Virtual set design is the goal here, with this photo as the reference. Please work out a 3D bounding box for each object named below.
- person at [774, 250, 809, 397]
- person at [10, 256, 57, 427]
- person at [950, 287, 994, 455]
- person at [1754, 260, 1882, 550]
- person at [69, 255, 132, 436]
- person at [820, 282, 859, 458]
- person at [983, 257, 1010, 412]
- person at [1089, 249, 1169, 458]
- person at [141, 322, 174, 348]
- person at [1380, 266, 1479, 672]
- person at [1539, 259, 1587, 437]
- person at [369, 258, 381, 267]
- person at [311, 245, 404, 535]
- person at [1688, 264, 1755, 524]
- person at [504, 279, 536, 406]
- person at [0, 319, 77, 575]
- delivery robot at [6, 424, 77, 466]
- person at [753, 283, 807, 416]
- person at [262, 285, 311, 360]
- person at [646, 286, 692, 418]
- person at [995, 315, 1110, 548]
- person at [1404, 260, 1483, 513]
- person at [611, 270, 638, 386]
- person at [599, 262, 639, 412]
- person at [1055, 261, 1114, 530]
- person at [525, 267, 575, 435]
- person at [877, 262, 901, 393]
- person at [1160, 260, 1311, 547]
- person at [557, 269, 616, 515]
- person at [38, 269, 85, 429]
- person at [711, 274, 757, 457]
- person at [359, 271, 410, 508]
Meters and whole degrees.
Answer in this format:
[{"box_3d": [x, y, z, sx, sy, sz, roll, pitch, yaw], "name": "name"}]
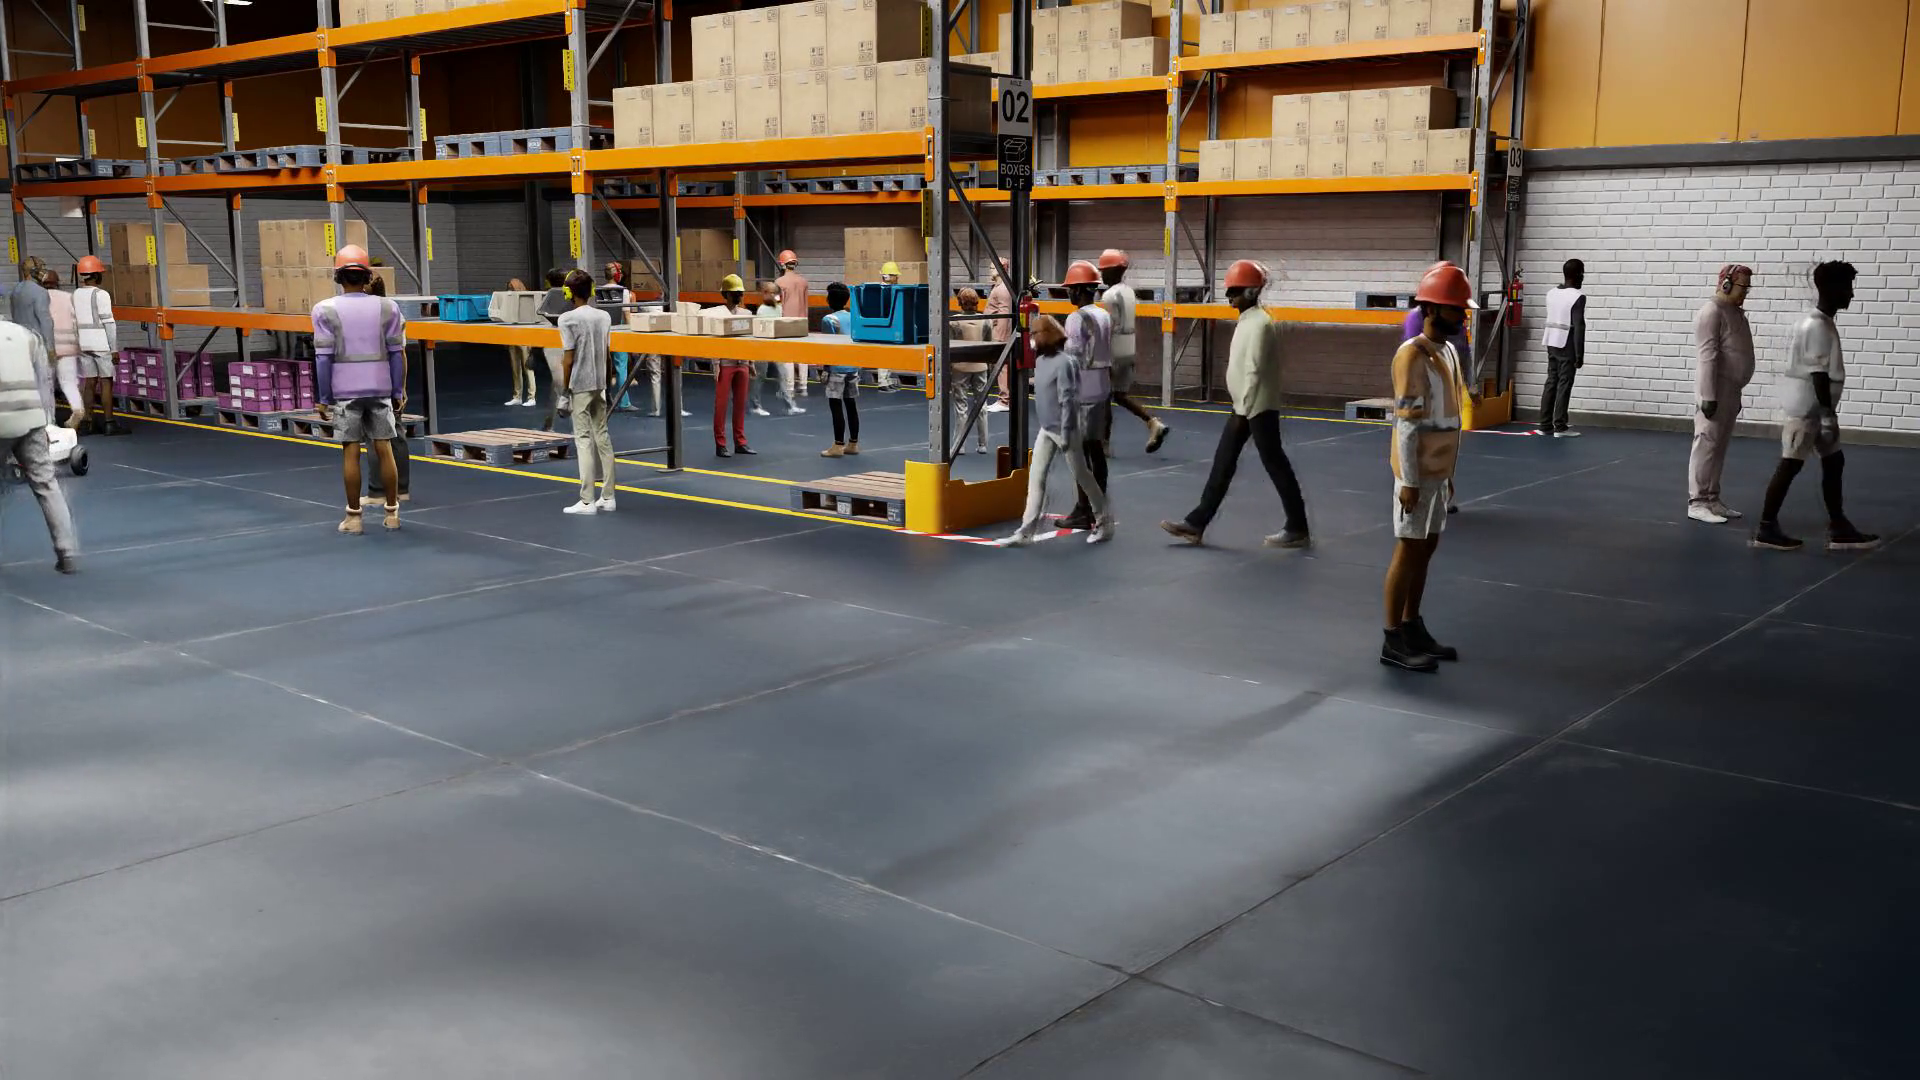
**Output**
[{"box_3d": [-2.326, -2.952, 22.720, 0.397, 1.992, 0.622, 8, 13, 39], "name": "person"}, {"box_3d": [-9.934, -2.077, 17.903, 0.635, 1.936, 0.353, 7, 12, 34], "name": "person"}, {"box_3d": [0.089, -1.642, 16.290, 0.529, 1.638, 0.312, -3, 11, -19], "name": "person"}, {"box_3d": [5.769, -0.865, 10.991, 0.876, 1.932, 0.633, 6, 12, 30], "name": "person"}, {"box_3d": [-9.302, -2.088, 17.952, 0.545, 1.942, 0.349, 4, 11, 20], "name": "person"}, {"box_3d": [-1.166, -1.645, 16.122, 0.315, 1.696, 0.541, 6, 12, 32], "name": "person"}, {"box_3d": [0.487, -2.539, 20.616, 0.410, 1.909, 0.643, 1, 10, 3], "name": "person"}, {"box_3d": [1.585, -1.772, 15.937, 0.777, 2.019, 0.621, 5, 11, 28], "name": "person"}, {"box_3d": [-12.392, -3.400, 25.647, 0.507, 1.865, 0.329, 0, 10, -2], "name": "person"}, {"box_3d": [2.277, -0.340, 8.021, 0.377, 1.932, 0.552, 7, 12, 34], "name": "person"}, {"box_3d": [6.471, -2.048, 17.832, 0.395, 1.913, 0.592, -3, 10, -15], "name": "person"}, {"box_3d": [-10.201, -4.009, 29.150, 0.599, 1.853, 0.987, -2, 10, -14], "name": "person"}, {"box_3d": [-4.243, -1.052, 11.765, 0.606, 2.044, 0.373, -6, 12, -32], "name": "person"}, {"box_3d": [5.674, -1.086, 12.365, 0.407, 1.902, 0.638, 9, 13, 40], "name": "person"}, {"box_3d": [-5.657, -2.530, 21.341, 0.507, 1.632, 0.267, 6, 12, 30], "name": "person"}, {"box_3d": [-5.899, -0.708, 10.312, 0.847, 1.886, 0.640, 4, 11, 19], "name": "person"}, {"box_3d": [-8.019, -0.839, 14.518, 0.477, 0.478, 0.707, -1, 10, -5], "name": "delivery robot"}, {"box_3d": [-2.205, -2.271, 19.943, 0.785, 1.596, 0.522, 6, 12, 31], "name": "person"}, {"box_3d": [-9.892, -3.216, 24.508, 0.610, 1.892, 0.874, -8, 12, -37], "name": "person"}, {"box_3d": [-3.505, -2.264, 19.879, 0.617, 1.620, 0.341, 2, 10, 11], "name": "person"}, {"box_3d": [0.681, -0.737, 11.294, 0.875, 1.573, 0.580, -5, 11, -26], "name": "person"}, {"box_3d": [3.659, -1.158, 12.695, 0.565, 1.927, 0.421, -6, 12, -31], "name": "person"}, {"box_3d": [-4.994, -3.109, 24.462, 0.540, 1.695, 0.317, 0, 10, 3], "name": "person"}, {"box_3d": [-4.280, -2.495, 20.535, 0.563, 1.847, 0.388, 5, 11, 27], "name": "person"}, {"box_3d": [0.887, -1.043, 12.039, 0.383, 1.932, 0.541, 6, 12, 32], "name": "person"}, {"box_3d": [-4.244, -1.945, 17.489, 0.980, 1.823, 0.512, 7, 12, 35], "name": "person"}, {"box_3d": [-0.999, -2.986, 23.377, 0.404, 1.829, 0.600, 2, 10, 11], "name": "person"}, {"box_3d": [1.918, -0.899, 11.190, 1.033, 1.935, 0.637, -1, 10, -4], "name": "person"}, {"box_3d": [-2.860, -1.121, 12.667, 0.335, 1.865, 0.519, 7, 12, 35], "name": "person"}, {"box_3d": [-9.760, -2.028, 18.011, 0.778, 1.812, 0.658, 10, 14, 44], "name": "person"}, {"box_3d": [-2.203, -1.692, 16.200, 0.312, 1.769, 0.522, 9, 14, 43], "name": "person"}, {"box_3d": [-4.557, -1.174, 13.023, 0.331, 1.844, 0.519, 6, 12, 32], "name": "person"}]
